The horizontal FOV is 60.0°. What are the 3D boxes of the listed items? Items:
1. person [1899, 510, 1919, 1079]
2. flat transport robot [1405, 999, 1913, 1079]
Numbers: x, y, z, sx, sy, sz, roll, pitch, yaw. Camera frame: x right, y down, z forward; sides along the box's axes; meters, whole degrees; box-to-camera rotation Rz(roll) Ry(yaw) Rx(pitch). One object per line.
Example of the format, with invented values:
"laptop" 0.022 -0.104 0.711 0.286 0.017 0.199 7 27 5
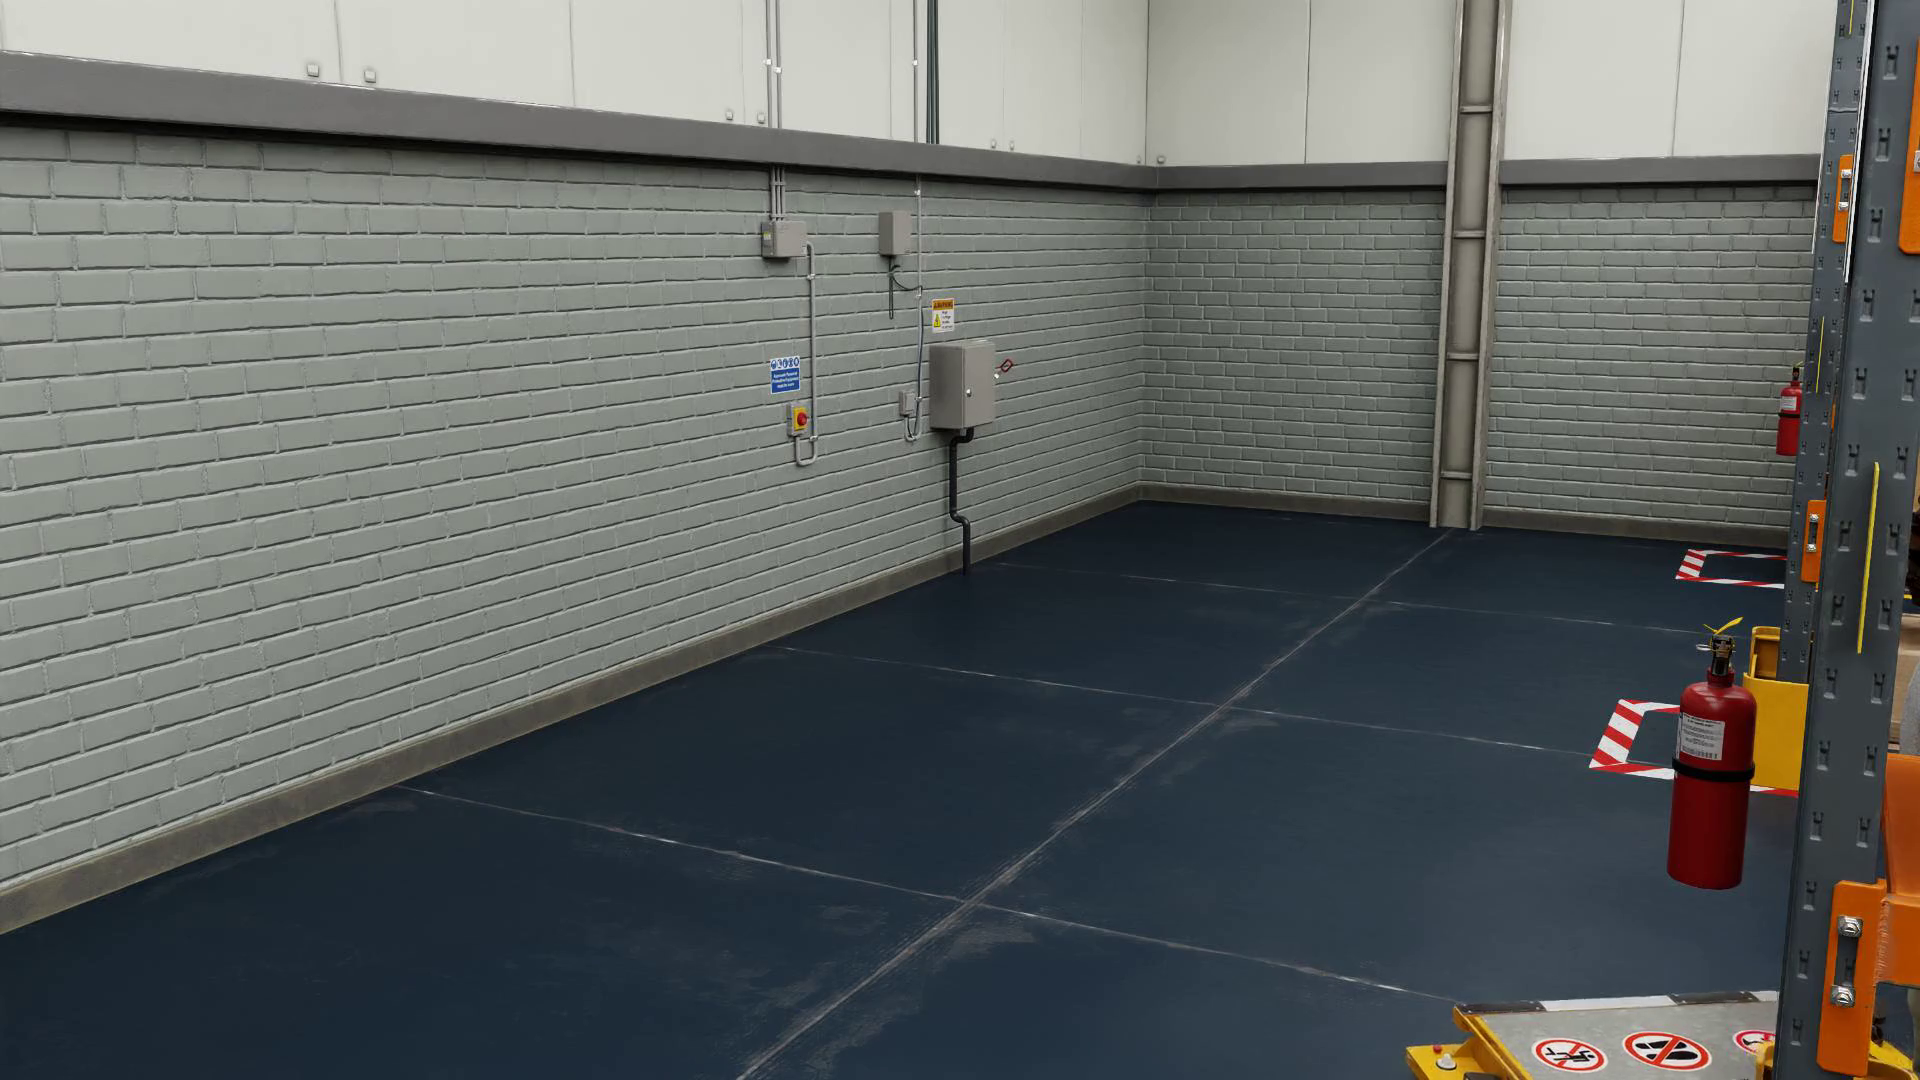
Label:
"person" 2.533 0.814 4.312 0.326 1.860 0.515 4 11 22
"flat transport robot" 2.075 1.530 4.725 1.431 0.197 0.652 -1 11 -5
